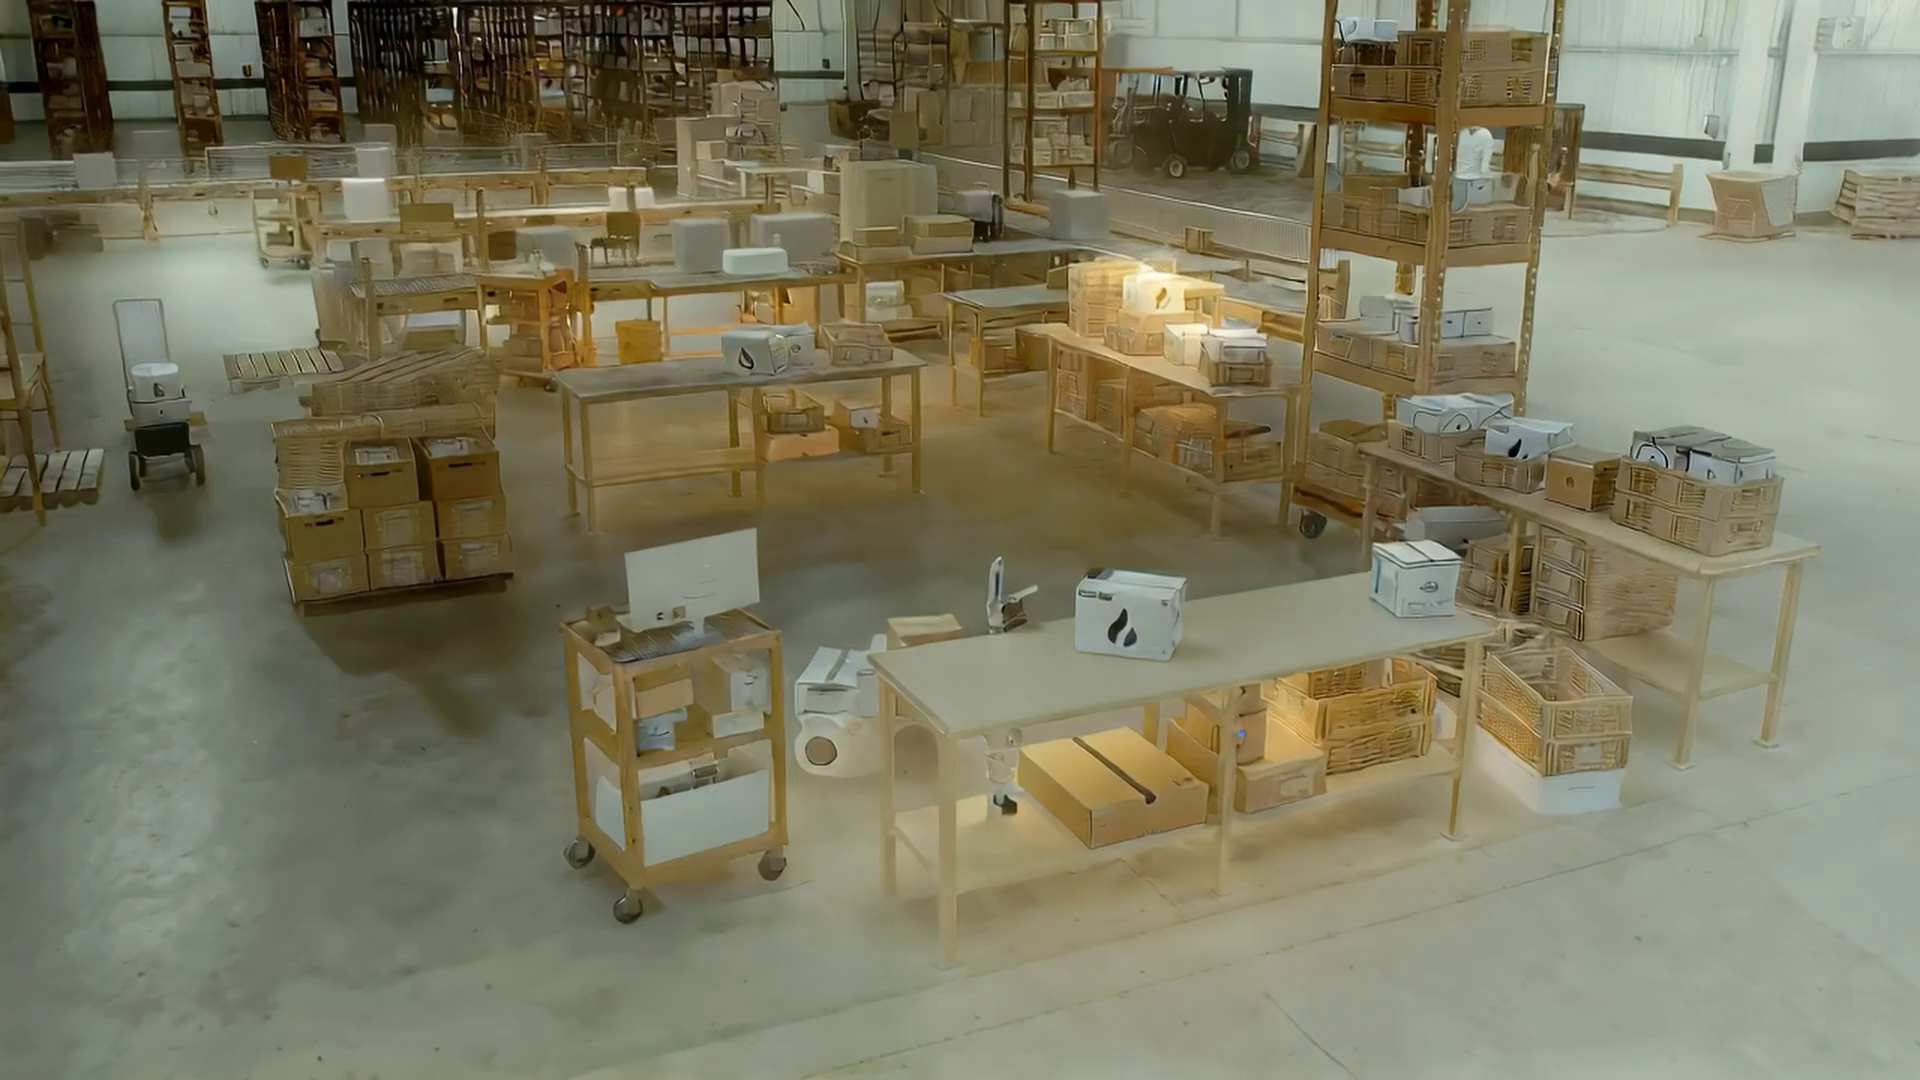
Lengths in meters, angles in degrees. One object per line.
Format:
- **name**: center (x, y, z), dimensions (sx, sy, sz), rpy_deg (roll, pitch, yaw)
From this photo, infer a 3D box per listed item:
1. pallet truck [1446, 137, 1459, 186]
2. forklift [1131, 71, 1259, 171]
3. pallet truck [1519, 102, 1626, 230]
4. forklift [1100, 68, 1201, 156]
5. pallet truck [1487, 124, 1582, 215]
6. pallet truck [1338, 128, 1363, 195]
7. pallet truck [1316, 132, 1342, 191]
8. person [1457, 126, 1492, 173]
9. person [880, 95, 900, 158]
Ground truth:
- **pallet truck**: center (9.184, -6.485, 29.328), dimensions (1.630, 1.274, 0.653), rpy_deg (-8, 19, -23)
- **forklift**: center (4.998, -8.936, 35.413), dimensions (2.680, 1.987, 1.157), rpy_deg (-9, 20, -25)
- **pallet truck**: center (9.972, -6.037, 26.785), dimensions (1.885, 1.965, 0.823), rpy_deg (-9, 20, -25)
- **forklift**: center (4.082, -9.564, 37.410), dimensions (2.680, 1.987, 1.157), rpy_deg (-8, 19, -23)
- **pallet truck**: center (9.707, -6.455, 28.103), dimensions (1.885, 1.965, 0.823), rpy_deg (-7, 19, -20)
- **pallet truck**: center (7.845, -7.140, 31.411), dimensions (1.522, 1.261, 0.704), rpy_deg (-9, 20, -25)
- **pallet truck**: center (7.723, -7.504, 32.656), dimensions (1.601, 1.201, 0.680), rpy_deg (-8, 19, -23)
- **person**: center (8.013, -5.783, 26.132), dimensions (0.401, 1.910, 0.642), rpy_deg (-7, 19, -20)
- **person**: center (-1.183, -6.313, 27.574), dimensions (0.366, 2.048, 0.607), rpy_deg (-5, 18, -15)
